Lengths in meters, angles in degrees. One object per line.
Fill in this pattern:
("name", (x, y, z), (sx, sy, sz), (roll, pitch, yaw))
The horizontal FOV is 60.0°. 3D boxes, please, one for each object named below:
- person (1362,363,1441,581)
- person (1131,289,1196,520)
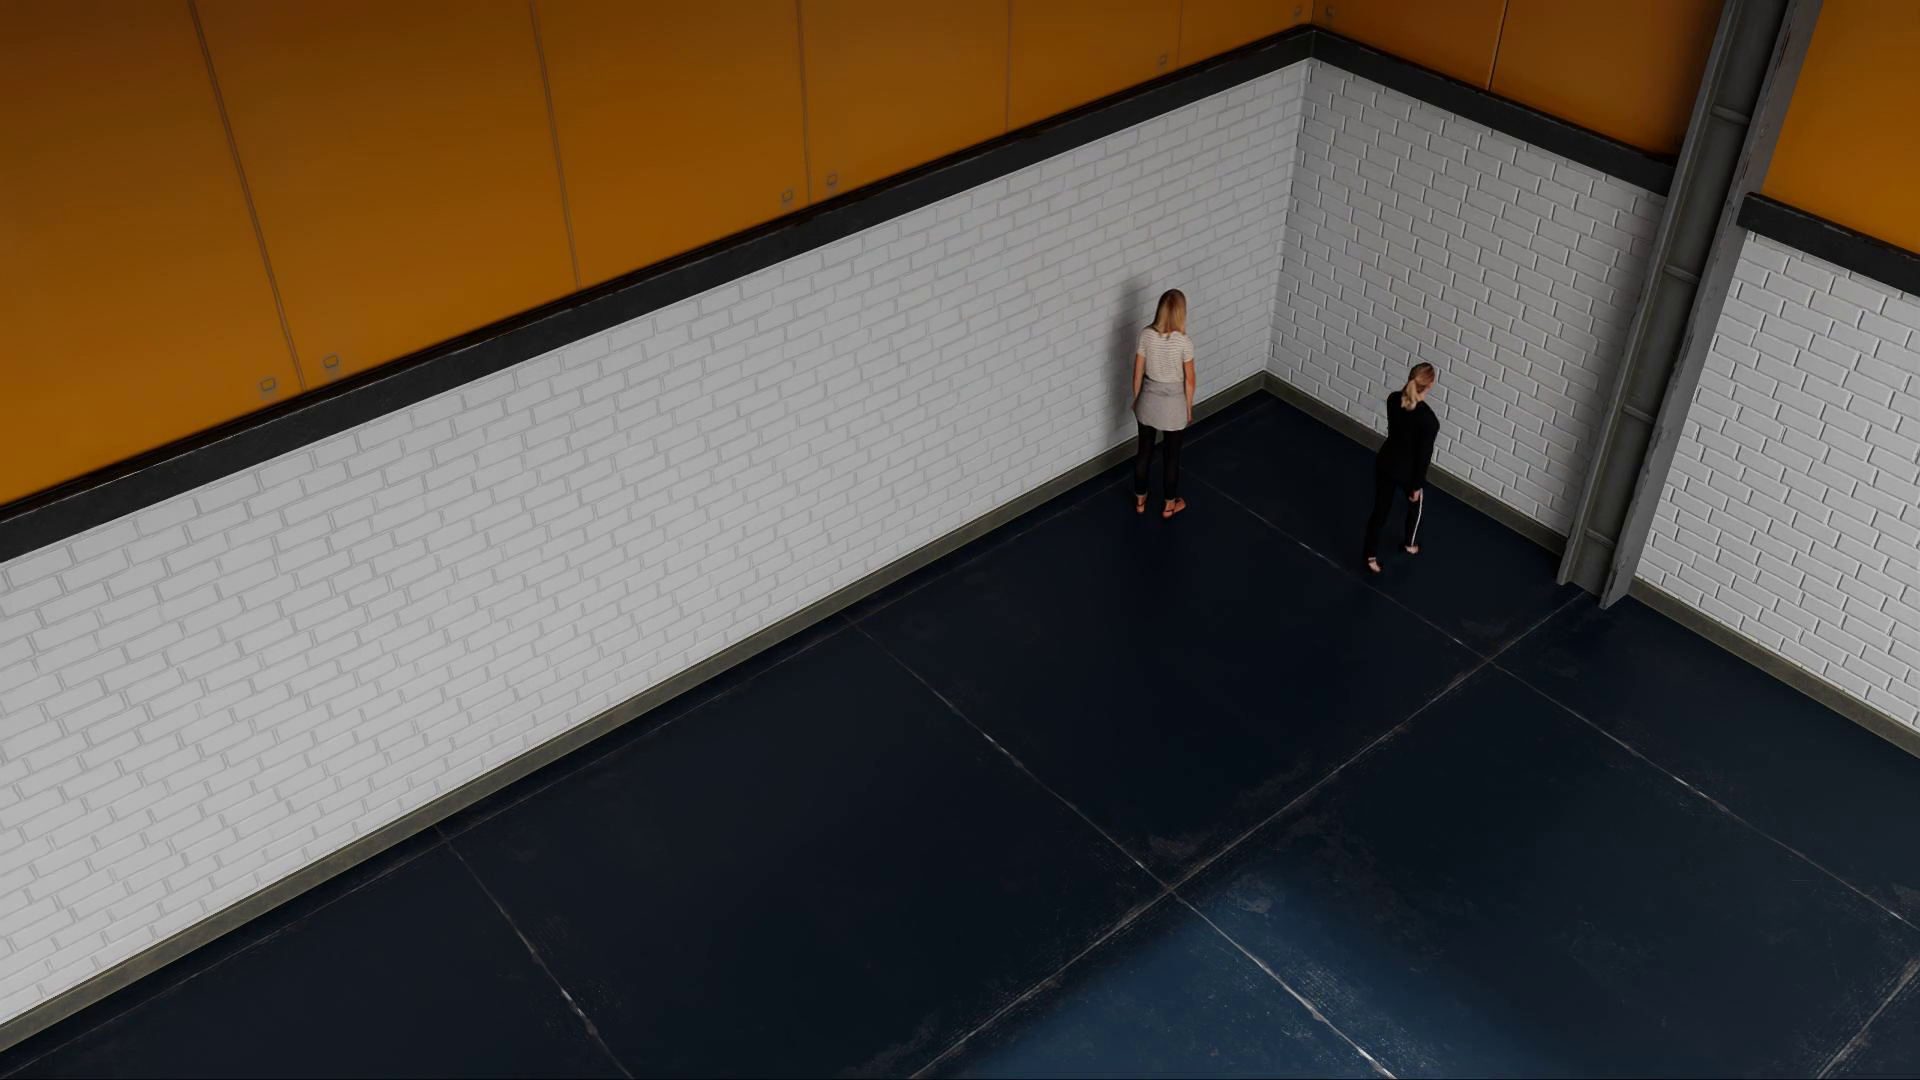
("person", (2.898, -0.421, 11.172), (0.670, 1.690, 0.731), (-29, 47, -31))
("person", (1.423, -0.943, 11.718), (0.620, 1.826, 0.744), (15, 41, 18))
